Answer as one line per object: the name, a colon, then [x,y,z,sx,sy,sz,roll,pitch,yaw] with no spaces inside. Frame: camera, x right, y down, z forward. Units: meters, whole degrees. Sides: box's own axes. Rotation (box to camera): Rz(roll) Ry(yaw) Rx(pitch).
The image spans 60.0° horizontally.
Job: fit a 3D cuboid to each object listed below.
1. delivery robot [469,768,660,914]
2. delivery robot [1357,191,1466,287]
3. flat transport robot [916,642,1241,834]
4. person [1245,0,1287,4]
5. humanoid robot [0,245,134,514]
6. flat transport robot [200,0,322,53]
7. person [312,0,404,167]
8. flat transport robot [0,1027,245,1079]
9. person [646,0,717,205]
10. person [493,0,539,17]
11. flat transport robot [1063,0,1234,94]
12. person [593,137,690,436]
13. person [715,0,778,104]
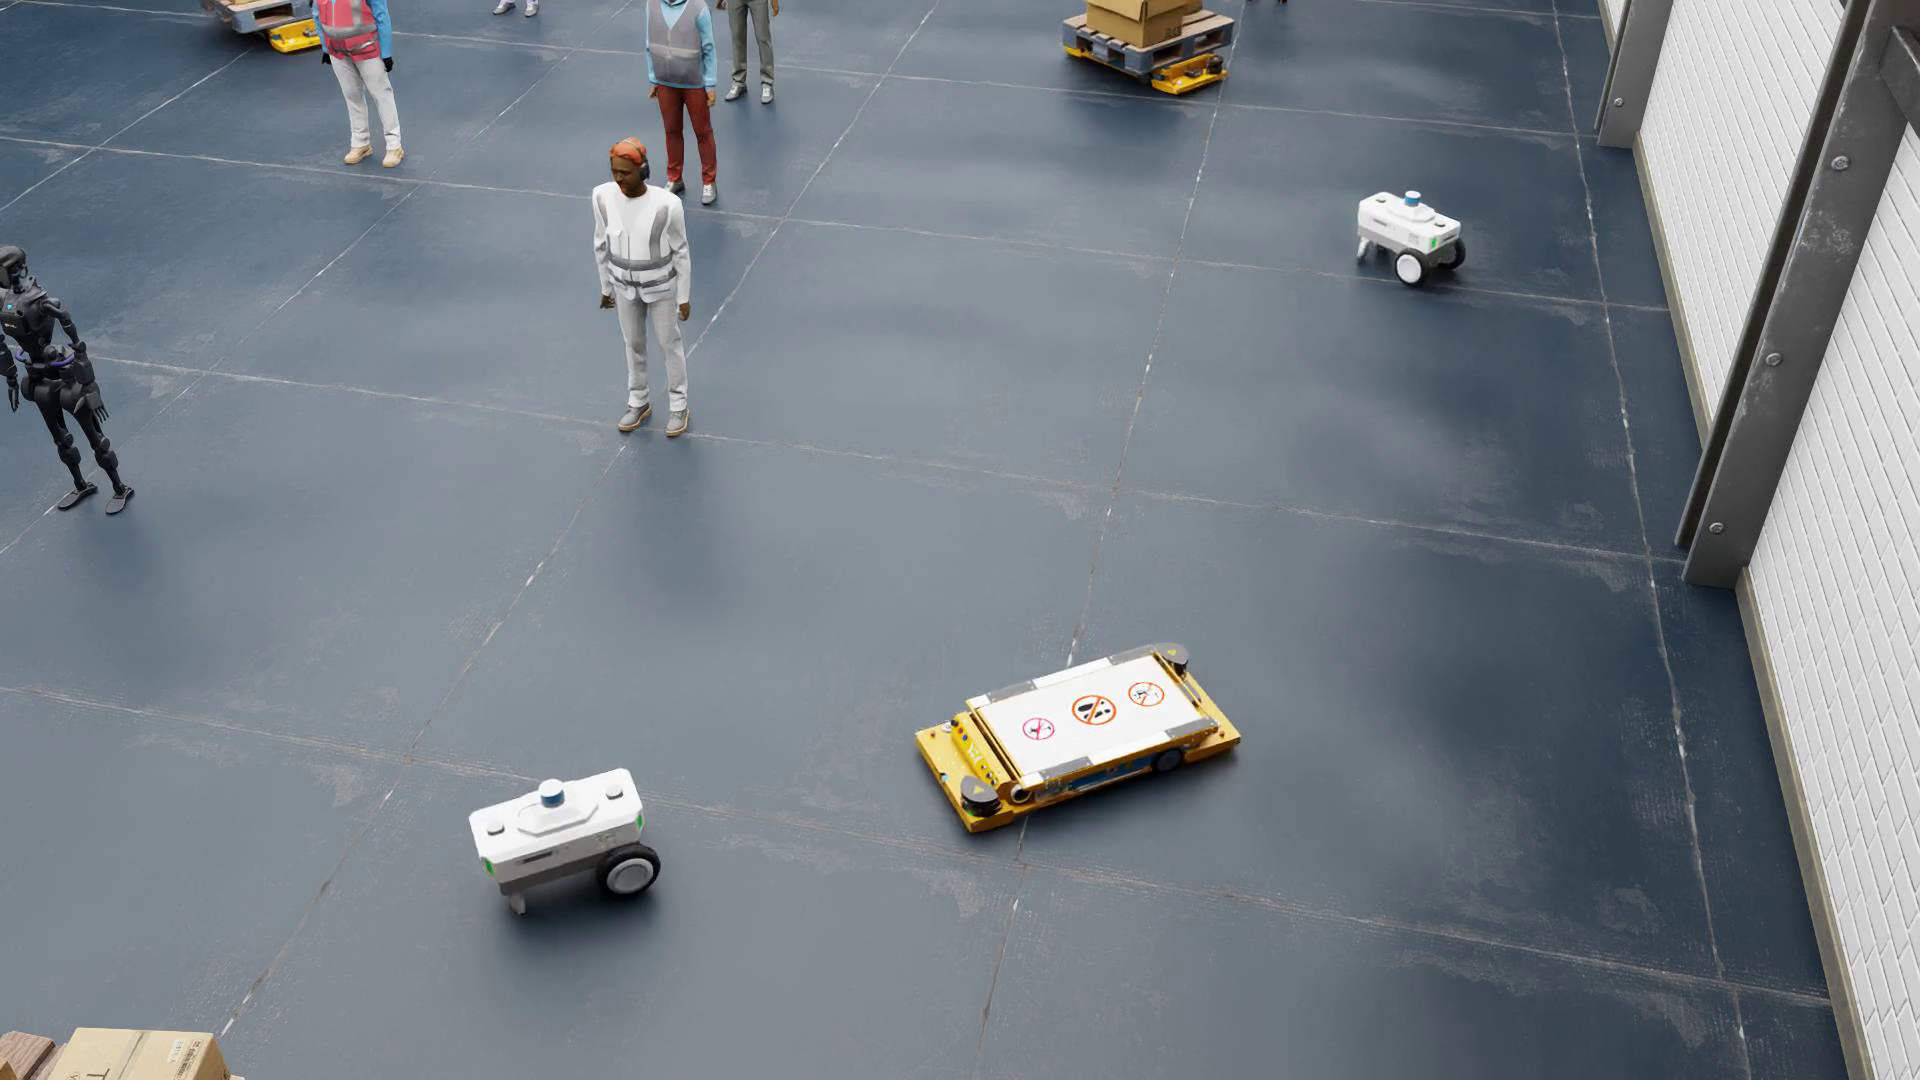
delivery robot: [-1.716,1.285,7.263,0.769,0.598,0.502,-15,39,-19]
delivery robot: [3.222,-2.194,11.916,0.500,0.595,0.767,-27,44,-31]
flat transport robot: [0.568,0.925,7.981,1.431,0.231,0.659,-15,39,-19]
person: [3.090,-6.122,16.171,0.524,1.748,0.346,9,38,11]
humanoid robot: [-5.008,-0.876,9.205,0.599,1.653,0.315,8,37,10]
flat transport robot: [-6.455,-5.003,15.914,0.659,0.231,1.431,-27,44,-31]
person: [-4.740,-3.837,13.044,0.619,1.840,0.431,9,38,11]
flat transport robot: [-3.227,2.506,5.866,1.431,0.231,0.659,8,37,10]
person: [-2.075,-3.452,12.495,0.532,1.878,0.415,9,38,11]
person: [-4.313,-5.942,15.859,0.563,1.838,0.392,9,38,11]
flat transport robot: [1.674,-4.398,15.104,0.659,0.231,1.431,-27,44,-31]
person: [-1.869,-1.483,9.856,0.572,1.883,0.358,9,38,11]
person: [-1.794,-4.641,14.110,0.563,1.847,0.392,9,38,11]
